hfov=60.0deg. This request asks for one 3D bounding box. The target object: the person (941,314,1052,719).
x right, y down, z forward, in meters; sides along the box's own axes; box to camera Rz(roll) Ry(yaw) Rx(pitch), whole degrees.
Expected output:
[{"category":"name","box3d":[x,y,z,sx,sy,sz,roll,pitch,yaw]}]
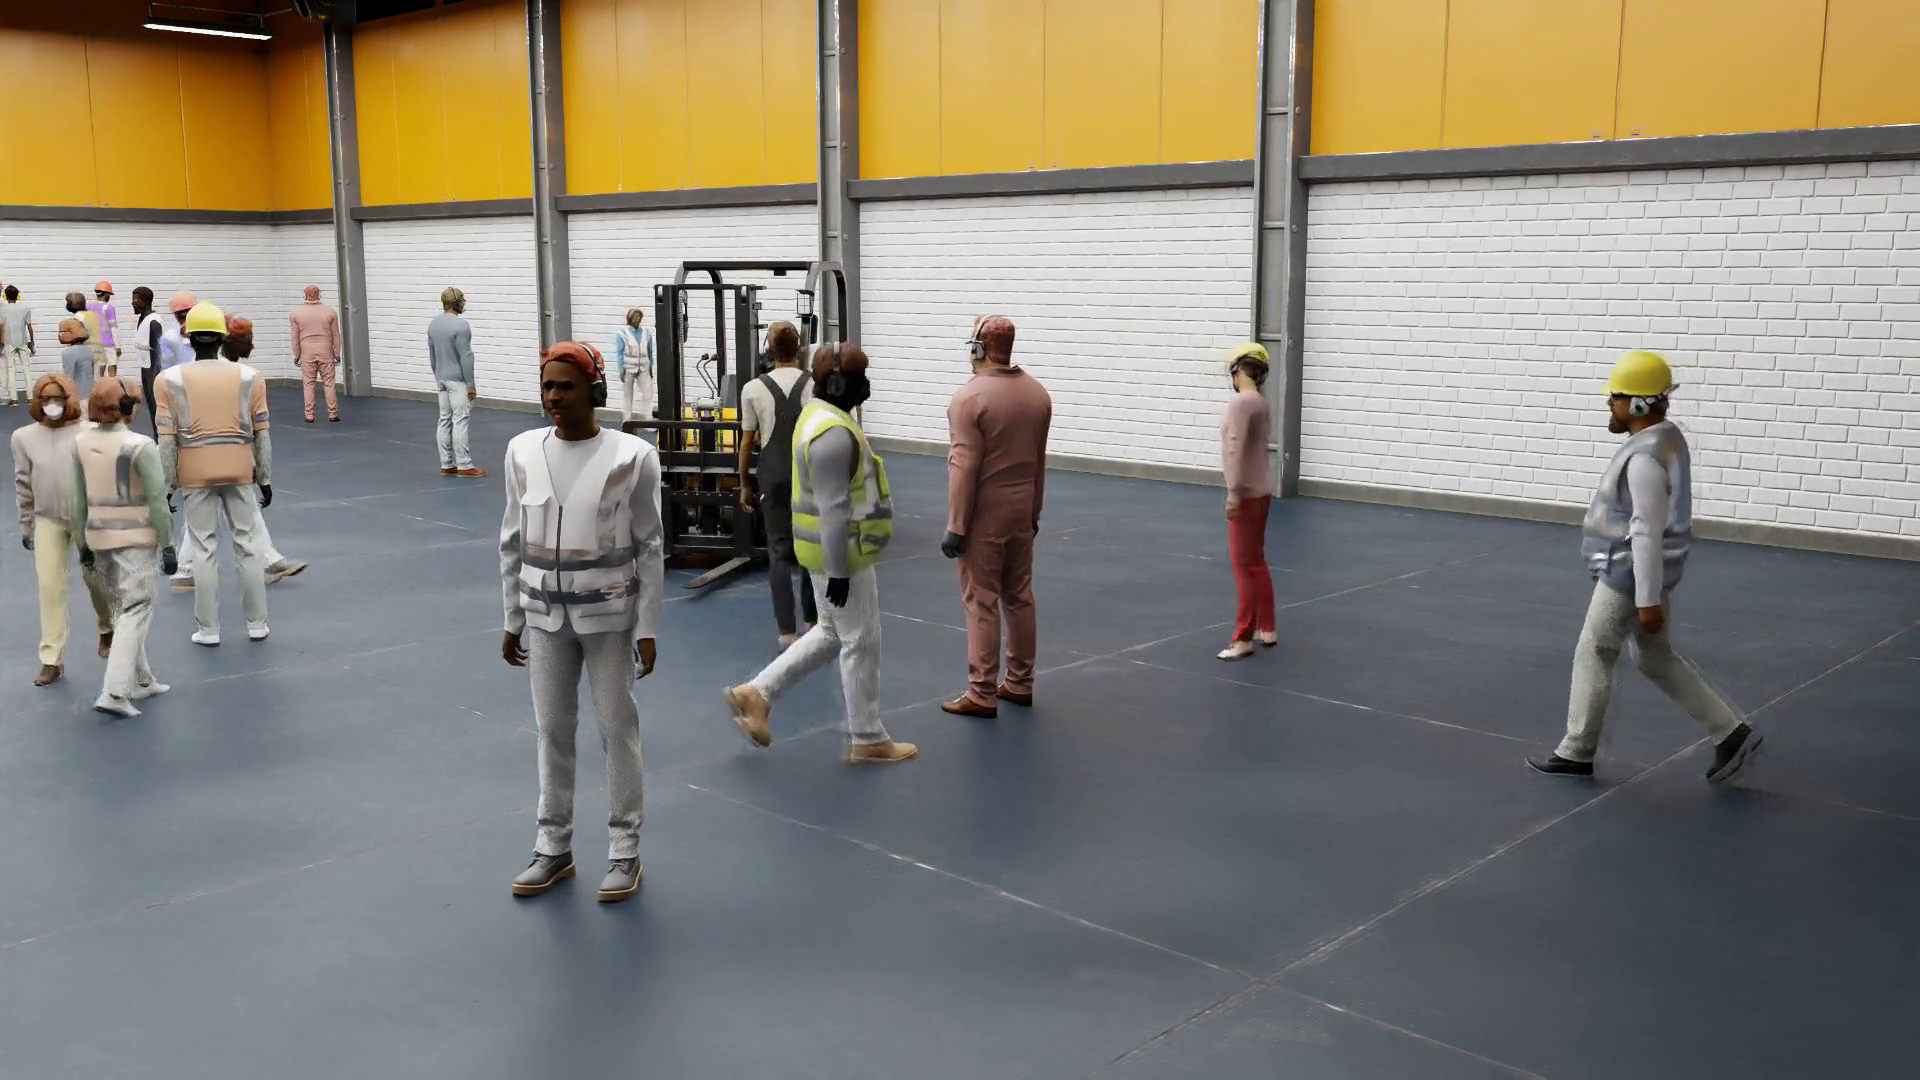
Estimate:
[{"category":"person","box3d":[0.142,-0.113,7.917,0.408,1.906,0.653,8,12,41]}]

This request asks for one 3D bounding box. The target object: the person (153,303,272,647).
[{"category":"person","box3d":[-4.201,-0.363,9.386,0.594,1.924,0.383,-6,11,-33]}]

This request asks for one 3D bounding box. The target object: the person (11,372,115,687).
[{"category":"person","box3d":[-4.683,-0.097,8.776,0.518,1.594,0.850,-2,10,-13]}]

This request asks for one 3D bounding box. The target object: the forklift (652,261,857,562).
[{"category":"forklift","box3d":[-1.552,-1.040,12.721,1.214,2.155,2.313,2,9,11]}]

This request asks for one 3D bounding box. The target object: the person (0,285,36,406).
[{"category":"person","box3d":[-14.685,-3.019,25.862,0.533,1.865,0.315,-7,12,-39]}]

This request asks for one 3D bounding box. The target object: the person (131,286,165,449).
[{"category":"person","box3d":[-9.304,-1.955,19.175,0.375,1.917,0.598,-8,12,-39]}]

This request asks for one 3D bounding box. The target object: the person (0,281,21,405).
[{"category":"person","box3d":[-14.967,-3.081,25.872,0.644,1.983,0.436,5,11,29]}]

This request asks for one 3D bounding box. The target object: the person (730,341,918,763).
[{"category":"person","box3d":[-0.585,0.067,7.085,0.733,1.822,0.632,-1,9,-8]}]

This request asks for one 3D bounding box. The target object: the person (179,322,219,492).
[{"category":"person","box3d":[-7.254,-1.269,15.838,0.505,1.631,0.278,0,9,-1]}]

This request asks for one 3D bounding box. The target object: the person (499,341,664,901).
[{"category":"person","box3d":[-1.277,0.277,5.599,0.573,1.883,0.353,2,9,12]}]

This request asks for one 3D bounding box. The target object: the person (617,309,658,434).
[{"category":"person","box3d":[-4.110,-2.141,21.254,0.547,1.595,0.822,-6,11,-35]}]

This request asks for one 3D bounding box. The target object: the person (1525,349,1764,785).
[{"category":"person","box3d":[2.817,0.129,6.760,0.825,1.808,0.586,6,11,33]}]

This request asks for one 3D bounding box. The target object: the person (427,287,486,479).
[{"category":"person","box3d":[-5.125,-1.591,16.878,0.627,1.940,0.370,8,12,39]}]

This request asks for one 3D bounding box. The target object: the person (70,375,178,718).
[{"category":"person","box3d":[-4.022,0.030,7.977,0.530,1.647,0.539,3,10,20]}]

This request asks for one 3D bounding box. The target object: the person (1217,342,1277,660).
[{"category":"person","box3d":[1.564,-0.217,9.153,0.318,1.718,0.636,4,10,25]}]

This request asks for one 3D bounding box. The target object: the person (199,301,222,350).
[{"category":"person","box3d":[-9.066,-2.018,20.123,0.485,1.736,0.308,-1,9,-7]}]

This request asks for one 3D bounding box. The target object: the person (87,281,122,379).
[{"category":"person","box3d":[-13.160,-3.018,25.657,0.543,1.931,0.371,3,10,19]}]

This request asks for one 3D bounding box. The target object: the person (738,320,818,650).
[{"category":"person","box3d":[-0.971,-0.319,9.397,0.549,1.830,0.636,-1,9,-7]}]

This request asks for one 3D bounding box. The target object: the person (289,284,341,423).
[{"category":"person","box3d":[-8.893,-2.573,22.994,0.643,1.909,0.411,-3,10,-20]}]

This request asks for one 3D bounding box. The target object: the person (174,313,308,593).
[{"category":"person","box3d":[-4.816,-0.571,10.962,0.837,1.829,0.627,-4,10,-24]}]

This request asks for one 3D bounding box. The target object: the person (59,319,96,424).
[{"category":"person","box3d":[-8.748,-1.379,16.540,0.279,1.626,0.502,0,9,-1]}]

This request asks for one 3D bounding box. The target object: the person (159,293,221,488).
[{"category":"person","box3d":[-7.383,-1.414,15.993,0.557,1.898,0.760,-5,11,-29]}]

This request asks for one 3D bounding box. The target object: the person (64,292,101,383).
[{"category":"person","box3d":[-11.747,-2.434,22.421,0.720,1.818,0.634,-1,9,-4]}]
